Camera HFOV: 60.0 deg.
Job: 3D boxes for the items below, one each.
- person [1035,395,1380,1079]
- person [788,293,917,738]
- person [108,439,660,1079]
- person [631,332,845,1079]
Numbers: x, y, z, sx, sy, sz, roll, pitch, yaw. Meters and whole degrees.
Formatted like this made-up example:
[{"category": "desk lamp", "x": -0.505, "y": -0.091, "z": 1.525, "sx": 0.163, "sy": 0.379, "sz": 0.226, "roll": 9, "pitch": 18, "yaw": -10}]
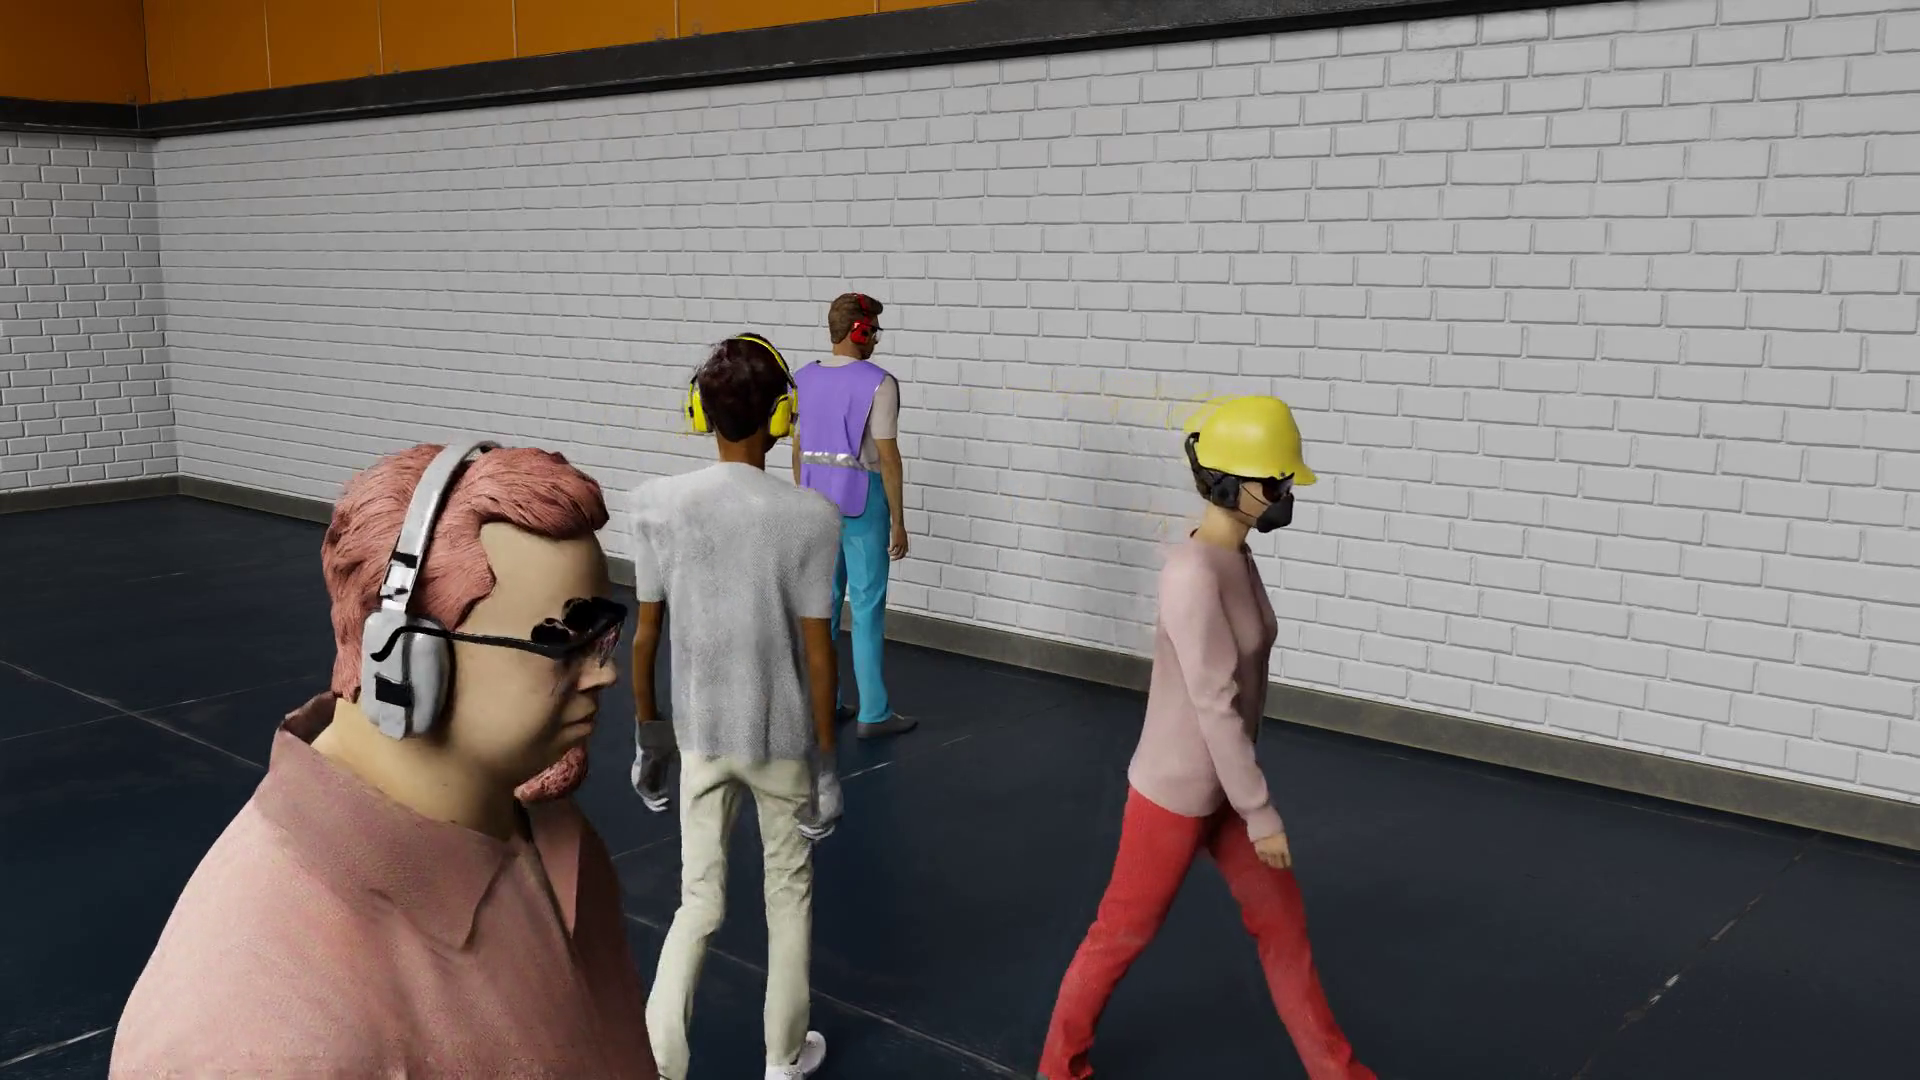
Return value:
[{"category": "person", "x": 0.585, "y": 0.540, "z": 3.648, "sx": 0.948, "sy": 1.710, "sz": 0.515, "roll": 5, "pitch": 11, "yaw": 24}, {"category": "person", "x": -0.466, "y": -0.095, "z": 6.898, "sx": 0.563, "sy": 1.837, "sz": 0.388, "roll": 8, "pitch": 12, "yaw": 37}, {"category": "person", "x": -0.440, "y": 0.839, "z": 1.488, "sx": 0.446, "sy": 1.890, "sz": 0.690, "roll": 0, "pitch": 10, "yaw": 1}, {"category": "person", "x": -0.514, "y": 0.467, "z": 3.694, "sx": 0.519, "sy": 1.846, "sz": 0.800, "roll": 2, "pitch": 10, "yaw": 12}]
